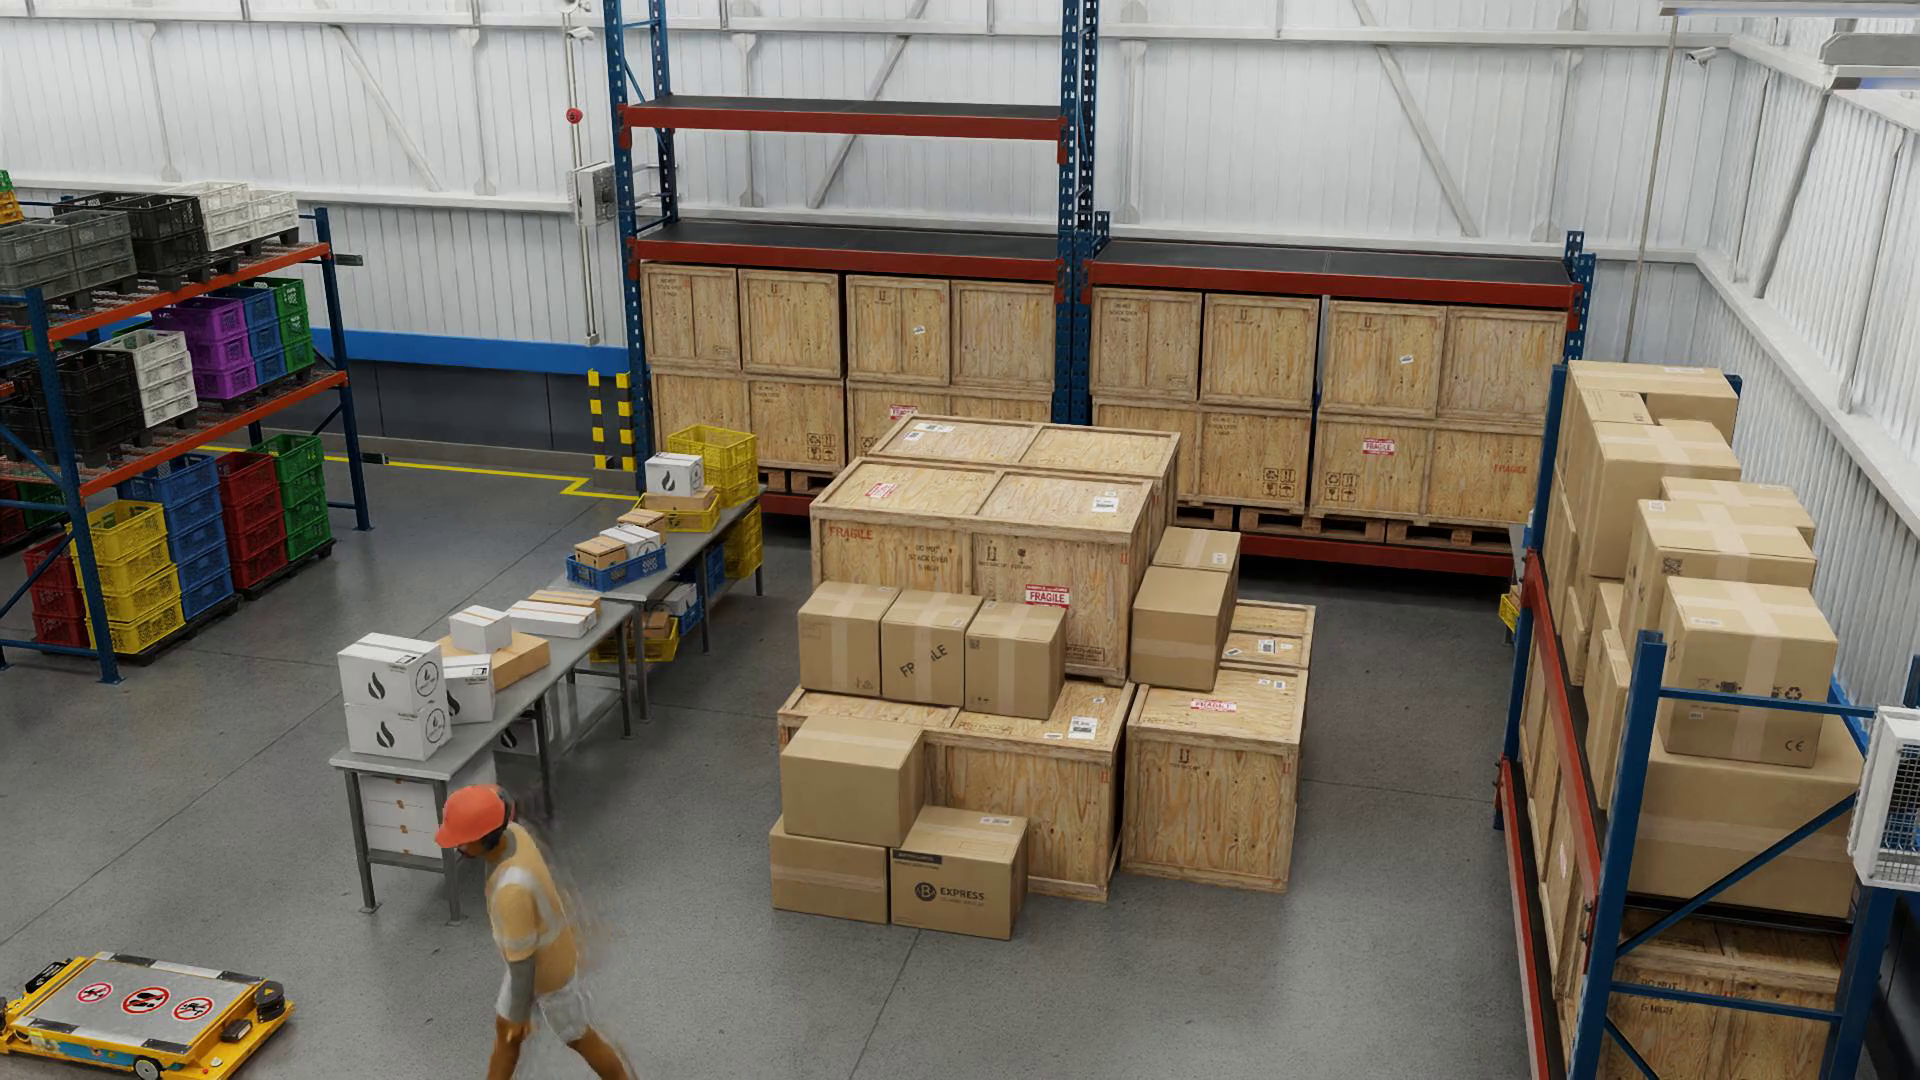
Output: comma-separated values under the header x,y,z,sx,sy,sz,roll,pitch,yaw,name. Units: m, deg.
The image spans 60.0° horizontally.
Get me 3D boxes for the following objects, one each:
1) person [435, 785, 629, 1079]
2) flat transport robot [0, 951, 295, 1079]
x,y,z,sx,sy,sz,roll,pitch,yaw,name
-1.982,1.945,7.593,1.071,1.953,0.647,-8,22,-20,person
-4.270,2.464,8.601,1.431,0.231,0.659,5,22,13,flat transport robot
